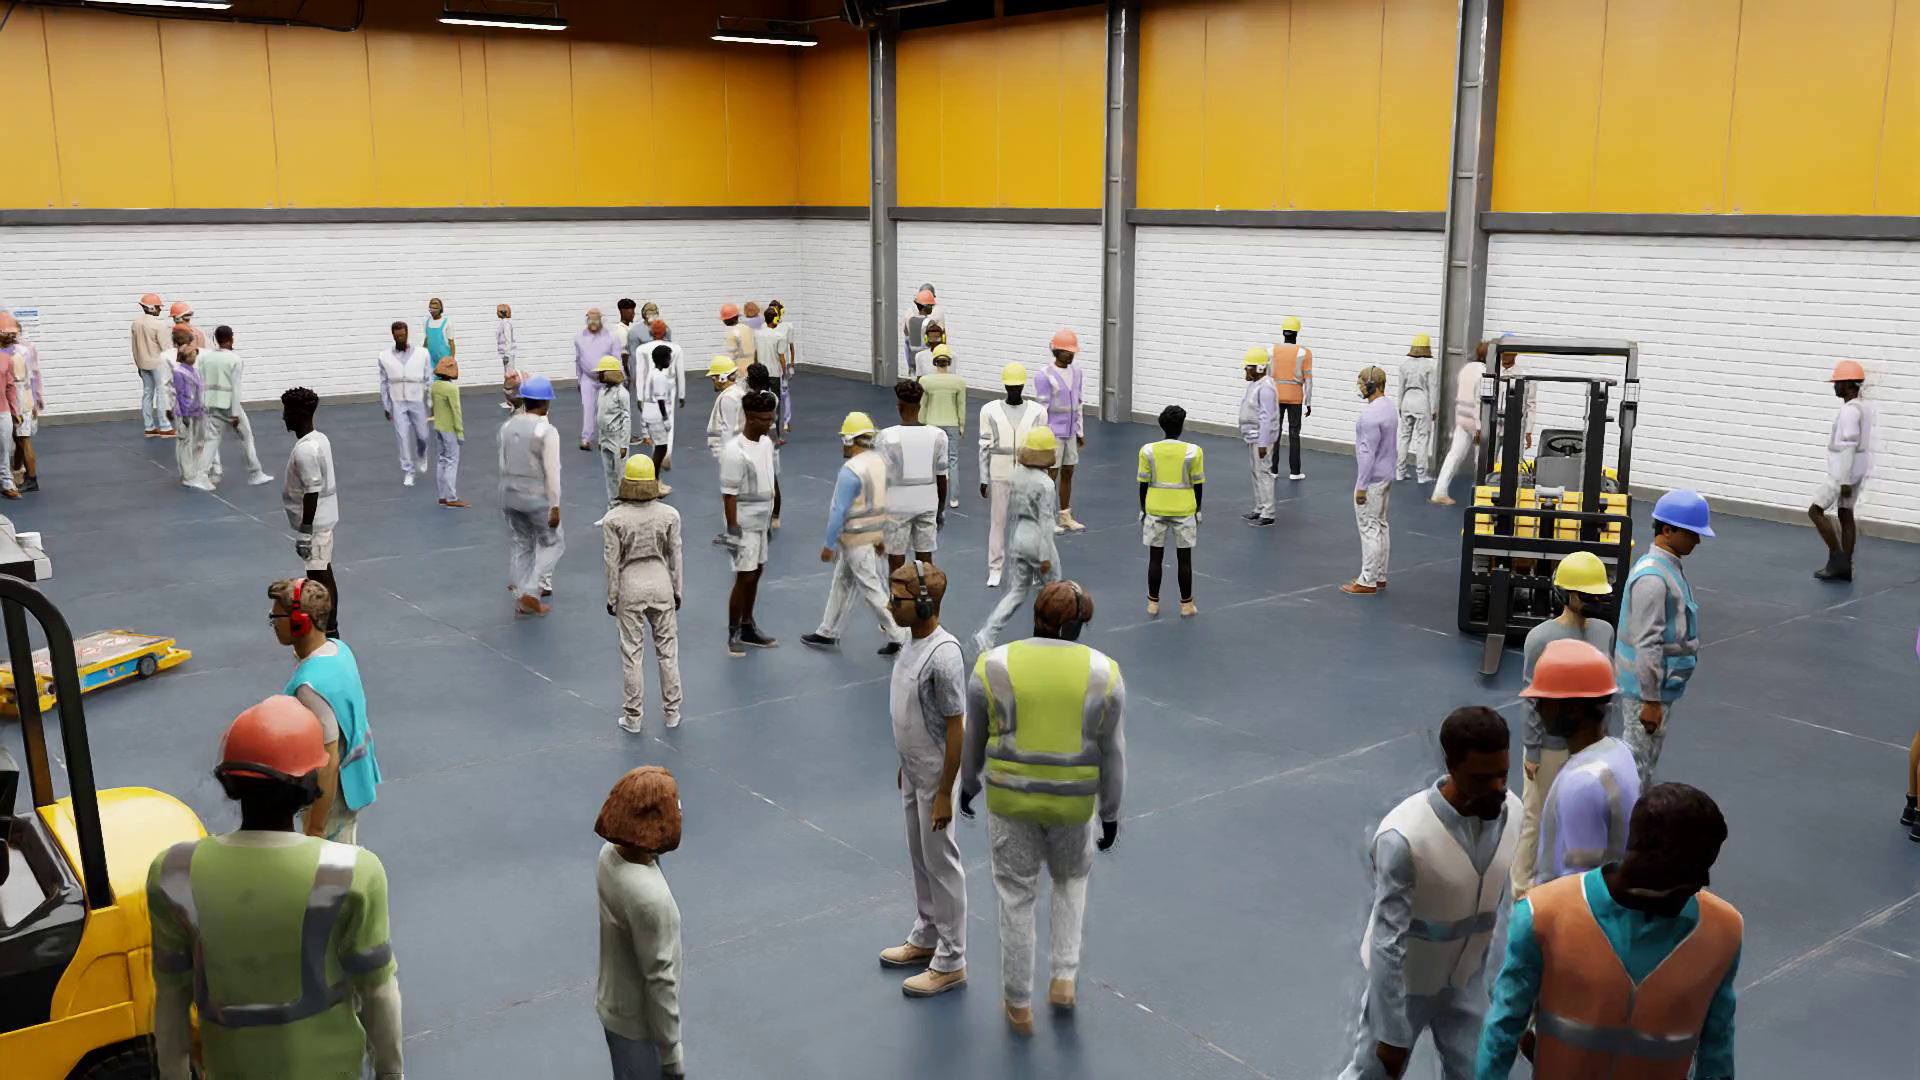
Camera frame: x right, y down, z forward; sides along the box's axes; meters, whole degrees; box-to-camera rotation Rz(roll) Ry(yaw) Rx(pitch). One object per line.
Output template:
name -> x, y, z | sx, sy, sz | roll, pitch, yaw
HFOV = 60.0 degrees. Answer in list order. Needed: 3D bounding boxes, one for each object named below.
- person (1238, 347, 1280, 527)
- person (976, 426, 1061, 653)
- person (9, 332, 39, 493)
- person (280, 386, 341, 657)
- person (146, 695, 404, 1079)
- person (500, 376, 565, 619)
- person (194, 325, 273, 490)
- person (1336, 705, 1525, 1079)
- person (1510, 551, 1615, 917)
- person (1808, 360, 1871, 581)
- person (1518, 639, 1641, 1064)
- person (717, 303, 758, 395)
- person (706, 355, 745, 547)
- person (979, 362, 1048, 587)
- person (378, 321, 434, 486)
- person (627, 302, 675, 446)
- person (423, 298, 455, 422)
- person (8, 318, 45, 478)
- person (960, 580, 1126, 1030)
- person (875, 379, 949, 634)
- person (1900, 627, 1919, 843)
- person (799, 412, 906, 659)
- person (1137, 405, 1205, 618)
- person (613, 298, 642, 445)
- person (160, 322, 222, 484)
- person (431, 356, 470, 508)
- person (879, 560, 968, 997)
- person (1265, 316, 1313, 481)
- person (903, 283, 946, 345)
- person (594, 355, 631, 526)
person -> 3.011, -1.044, 16.835 | 0.417, 1.820, 0.610 | 0, 12, -1
person -> 0.488, 0.043, 11.818 | 0.737, 1.717, 0.488 | -8, 14, -34
person -> -10.667, -1.493, 18.745 | 0.390, 1.925, 0.548 | -9, 15, -38
person -> -4.708, -0.135, 12.068 | 0.367, 1.966, 0.606 | -3, 12, -14
person -> -1.818, 1.402, 4.509 | 0.637, 2.019, 0.431 | -1, 12, -4
person -> -3.328, -0.317, 13.044 | 0.654, 1.924, 0.470 | 7, 14, 31
person -> -8.397, -1.509, 18.961 | 0.591, 1.866, 0.952 | 4, 12, 18
person -> 1.453, 1.365, 5.099 | 0.624, 1.864, 1.035 | -7, 13, -29
person -> 2.732, 0.916, 7.481 | 0.523, 1.769, 0.313 | -6, 13, -28
person -> 7.615, -0.588, 14.368 | 0.433, 1.915, 0.547 | 10, 16, 41
person -> 2.024, 1.272, 5.418 | 0.527, 1.907, 0.578 | 7, 14, 32
person -> -2.999, -2.281, 22.614 | 0.507, 1.889, 0.576 | 5, 13, 24
person -> -2.210, -0.852, 15.898 | 0.403, 1.819, 0.602 | 0, 12, -1
person -> 0.454, -0.555, 14.193 | 0.587, 1.927, 0.363 | -1, 12, -4
person -> -6.424, -1.608, 19.354 | 0.617, 1.897, 0.684 | -3, 12, -16
person -> -4.113, -2.215, 22.219 | 0.641, 1.927, 0.385 | -9, 15, -37
person -> -7.681, -2.652, 24.549 | 0.517, 1.837, 0.338 | 4, 12, 19
person -> -11.187, -1.667, 19.597 | 0.604, 1.915, 0.654 | 5, 13, 21
person -> 0.323, 1.051, 6.700 | 0.653, 1.814, 0.523 | 0, 12, -1
person -> -0.376, -0.241, 12.617 | 0.611, 1.953, 0.380 | -6, 13, -27
person -> 5.115, 0.612, 8.533 | 0.362, 1.938, 0.545 | 5, 13, 22
person -> -0.735, -0.033, 12.028 | 0.928, 1.783, 0.595 | 3, 12, 14
person -> 1.664, -0.219, 13.140 | 0.533, 1.692, 0.322 | 3, 12, 16
person -> -4.503, -2.271, 22.388 | 0.370, 1.963, 0.608 | -2, 12, -11
person -> -8.902, -1.583, 19.280 | 0.603, 1.882, 0.372 | -5, 13, -22
person -> -5.478, -1.159, 17.846 | 0.294, 1.625, 0.501 | -11, 16, -43
person -> -0.140, 0.985, 6.953 | 0.326, 1.843, 0.517 | -4, 12, -20
person -> 3.842, -1.659, 19.524 | 0.594, 1.925, 0.379 | 5, 13, 24
person -> -0.482, -2.845, 24.976 | 0.673, 2.000, 0.535 | 5, 13, 23
person -> -3.483, -0.977, 16.677 | 0.295, 1.744, 0.484 | -11, 16, -43
